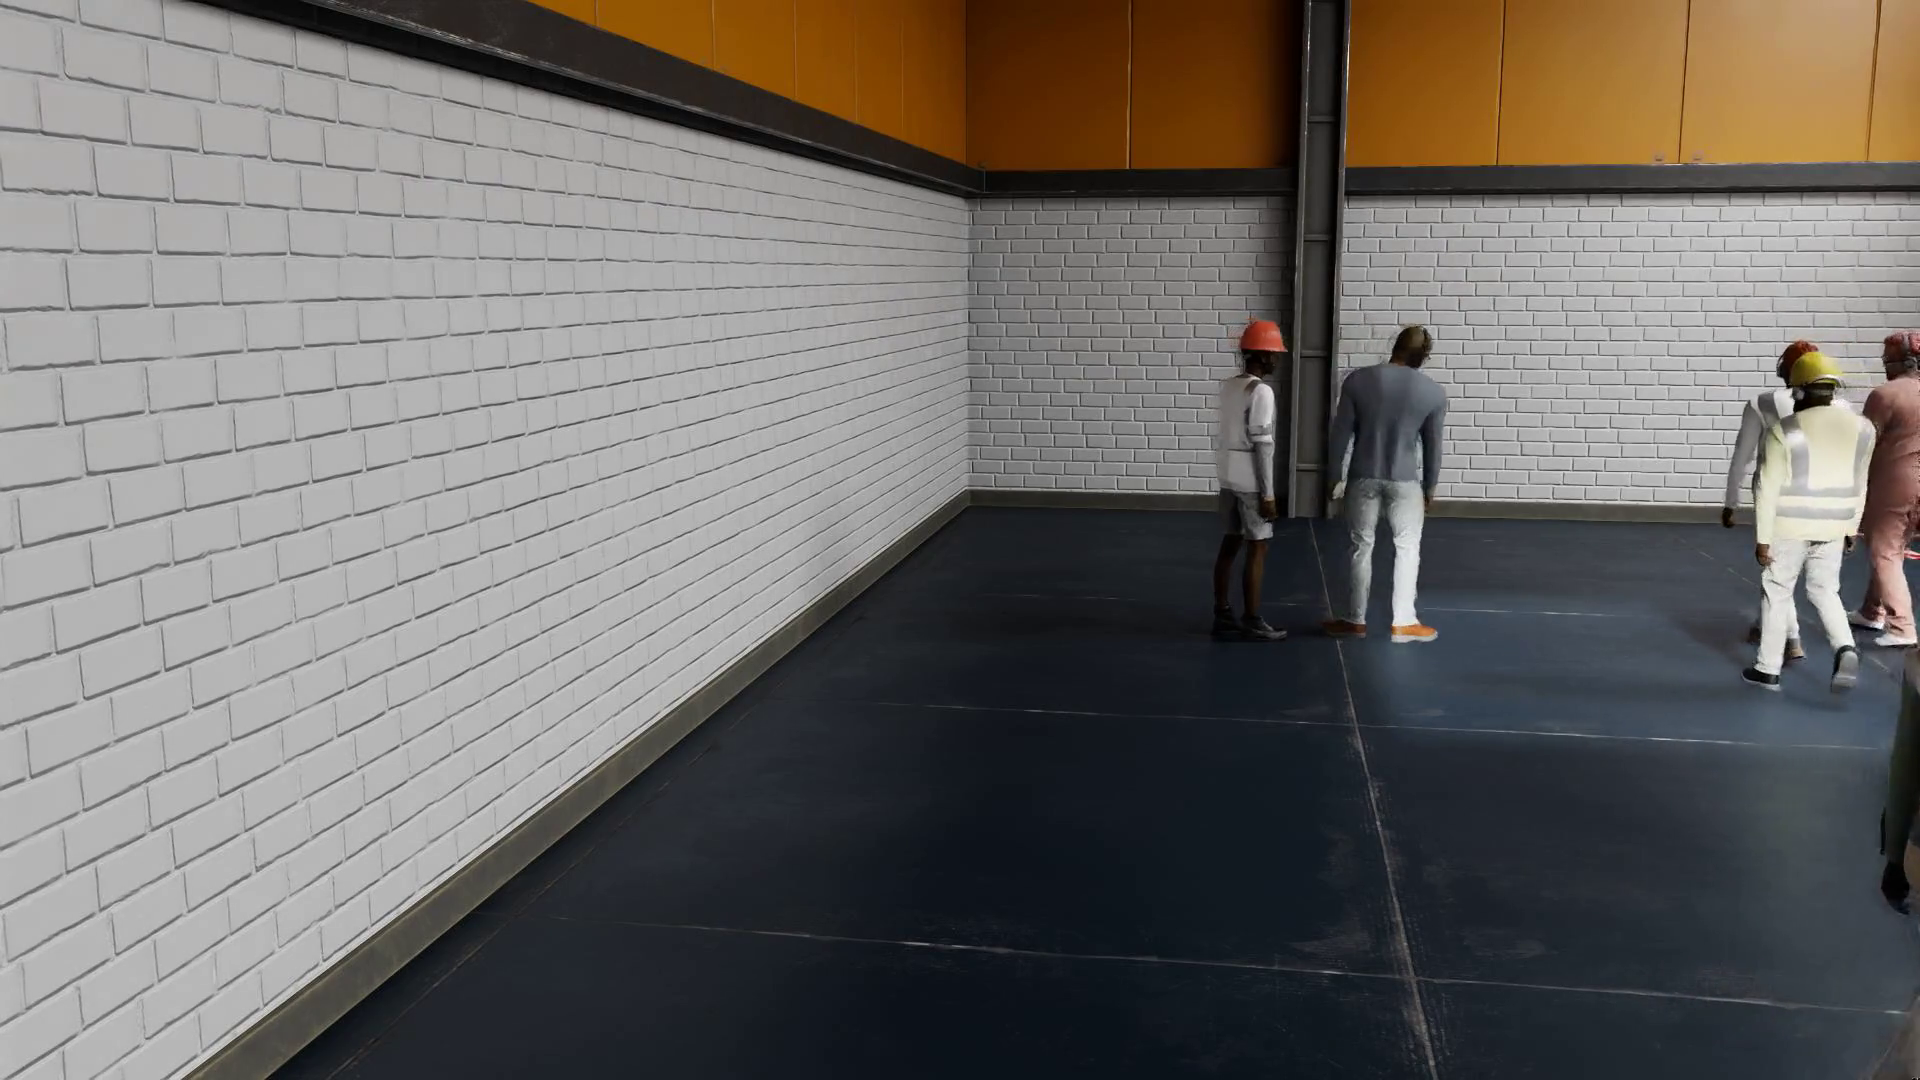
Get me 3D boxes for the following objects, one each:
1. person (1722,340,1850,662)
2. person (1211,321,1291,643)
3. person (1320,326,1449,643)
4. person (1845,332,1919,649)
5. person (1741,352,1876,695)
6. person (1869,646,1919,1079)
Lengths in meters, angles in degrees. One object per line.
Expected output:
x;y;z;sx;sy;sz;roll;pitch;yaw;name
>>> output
4.766;-0.229;9.588;0.615;1.839;0.985;1;9;9;person
1.763;-0.342;10.000;0.462;1.925;0.547;-3;10;-17;person
2.538;-0.331;10.015;0.732;1.898;0.370;2;9;13;person
5.527;-0.302;9.928;0.649;1.860;0.769;-4;10;-23;person
4.422;-0.068;8.626;0.620;1.808;0.631;-1;9;-3;person
2.357;0.802;3.783;0.360;1.630;0.514;-3;10;-17;person
